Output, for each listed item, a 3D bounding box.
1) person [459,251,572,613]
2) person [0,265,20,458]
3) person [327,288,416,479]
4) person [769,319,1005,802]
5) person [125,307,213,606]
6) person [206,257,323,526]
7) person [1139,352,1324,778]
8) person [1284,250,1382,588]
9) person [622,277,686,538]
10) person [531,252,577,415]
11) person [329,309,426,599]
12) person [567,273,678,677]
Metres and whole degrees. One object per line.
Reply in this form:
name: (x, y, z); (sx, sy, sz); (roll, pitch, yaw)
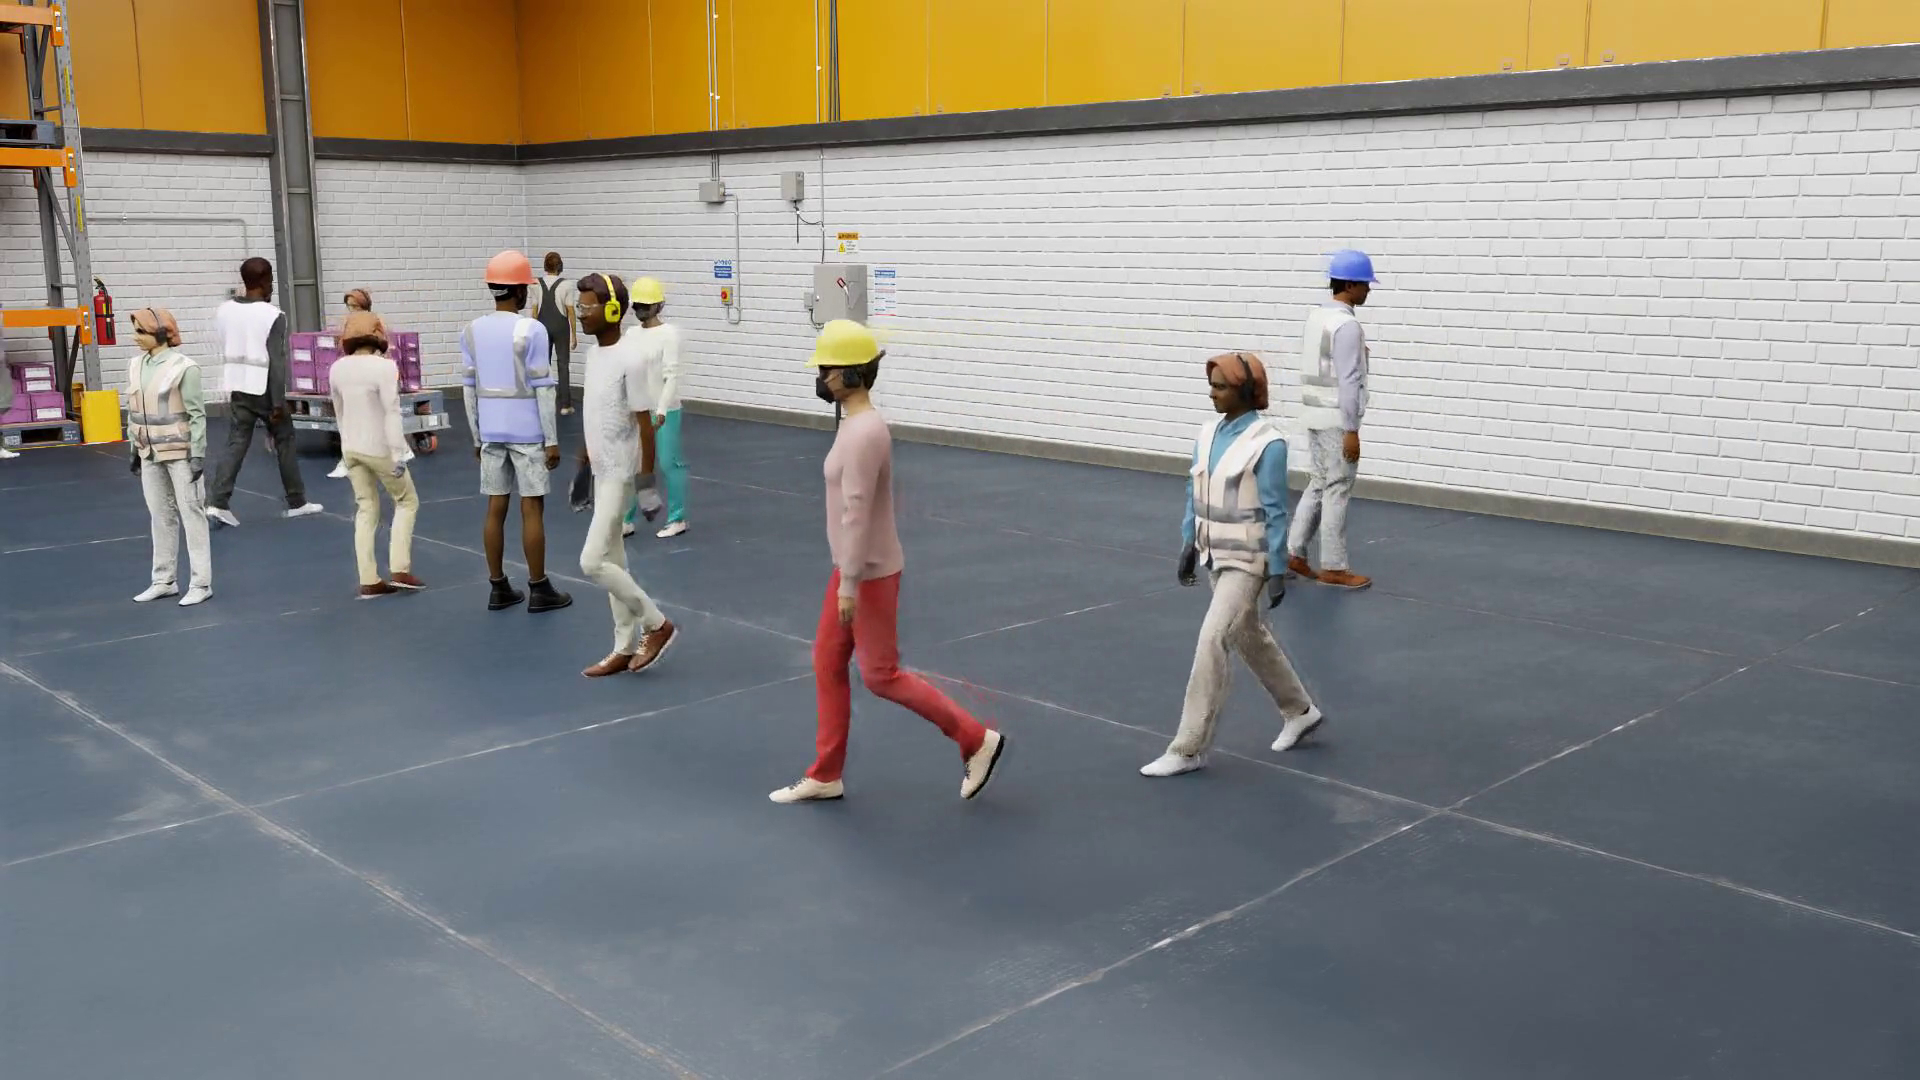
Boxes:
person: (-2.391, -0.574, 8.949); (0.542, 1.939, 0.365); (4, 11, 20)
person: (-8.768, -1.647, 14.895); (0.593, 1.913, 0.522); (7, 12, 33)
person: (-5.014, -1.345, 14.110); (0.521, 1.584, 0.895); (9, 14, 40)
person: (-0.264, 0.096, 5.841); (0.773, 1.739, 0.532); (-1, 10, -8)
person: (-4.343, -0.454, 9.124); (0.513, 1.637, 0.313); (4, 11, 22)
person: (-4.969, -1.041, 11.683); (0.605, 1.881, 0.959); (3, 11, 17)
person: (1.076, 0.076, 6.333); (0.848, 1.599, 0.529); (-4, 11, -22)
person: (2.125, -0.675, 9.573); (0.534, 1.952, 0.629); (-1, 10, -6)
person: (-2.046, -0.857, 11.025); (0.545, 1.743, 0.580); (7, 12, 32)
person: (-4.574, -2.323, 18.786); (0.509, 1.842, 0.349); (1, 10, 5)
person: (-3.257, -0.484, 9.339); (0.549, 1.607, 0.476); (5, 12, 25)
person: (-1.614, -0.281, 7.583); (0.395, 1.855, 0.519); (-6, 12, -30)
